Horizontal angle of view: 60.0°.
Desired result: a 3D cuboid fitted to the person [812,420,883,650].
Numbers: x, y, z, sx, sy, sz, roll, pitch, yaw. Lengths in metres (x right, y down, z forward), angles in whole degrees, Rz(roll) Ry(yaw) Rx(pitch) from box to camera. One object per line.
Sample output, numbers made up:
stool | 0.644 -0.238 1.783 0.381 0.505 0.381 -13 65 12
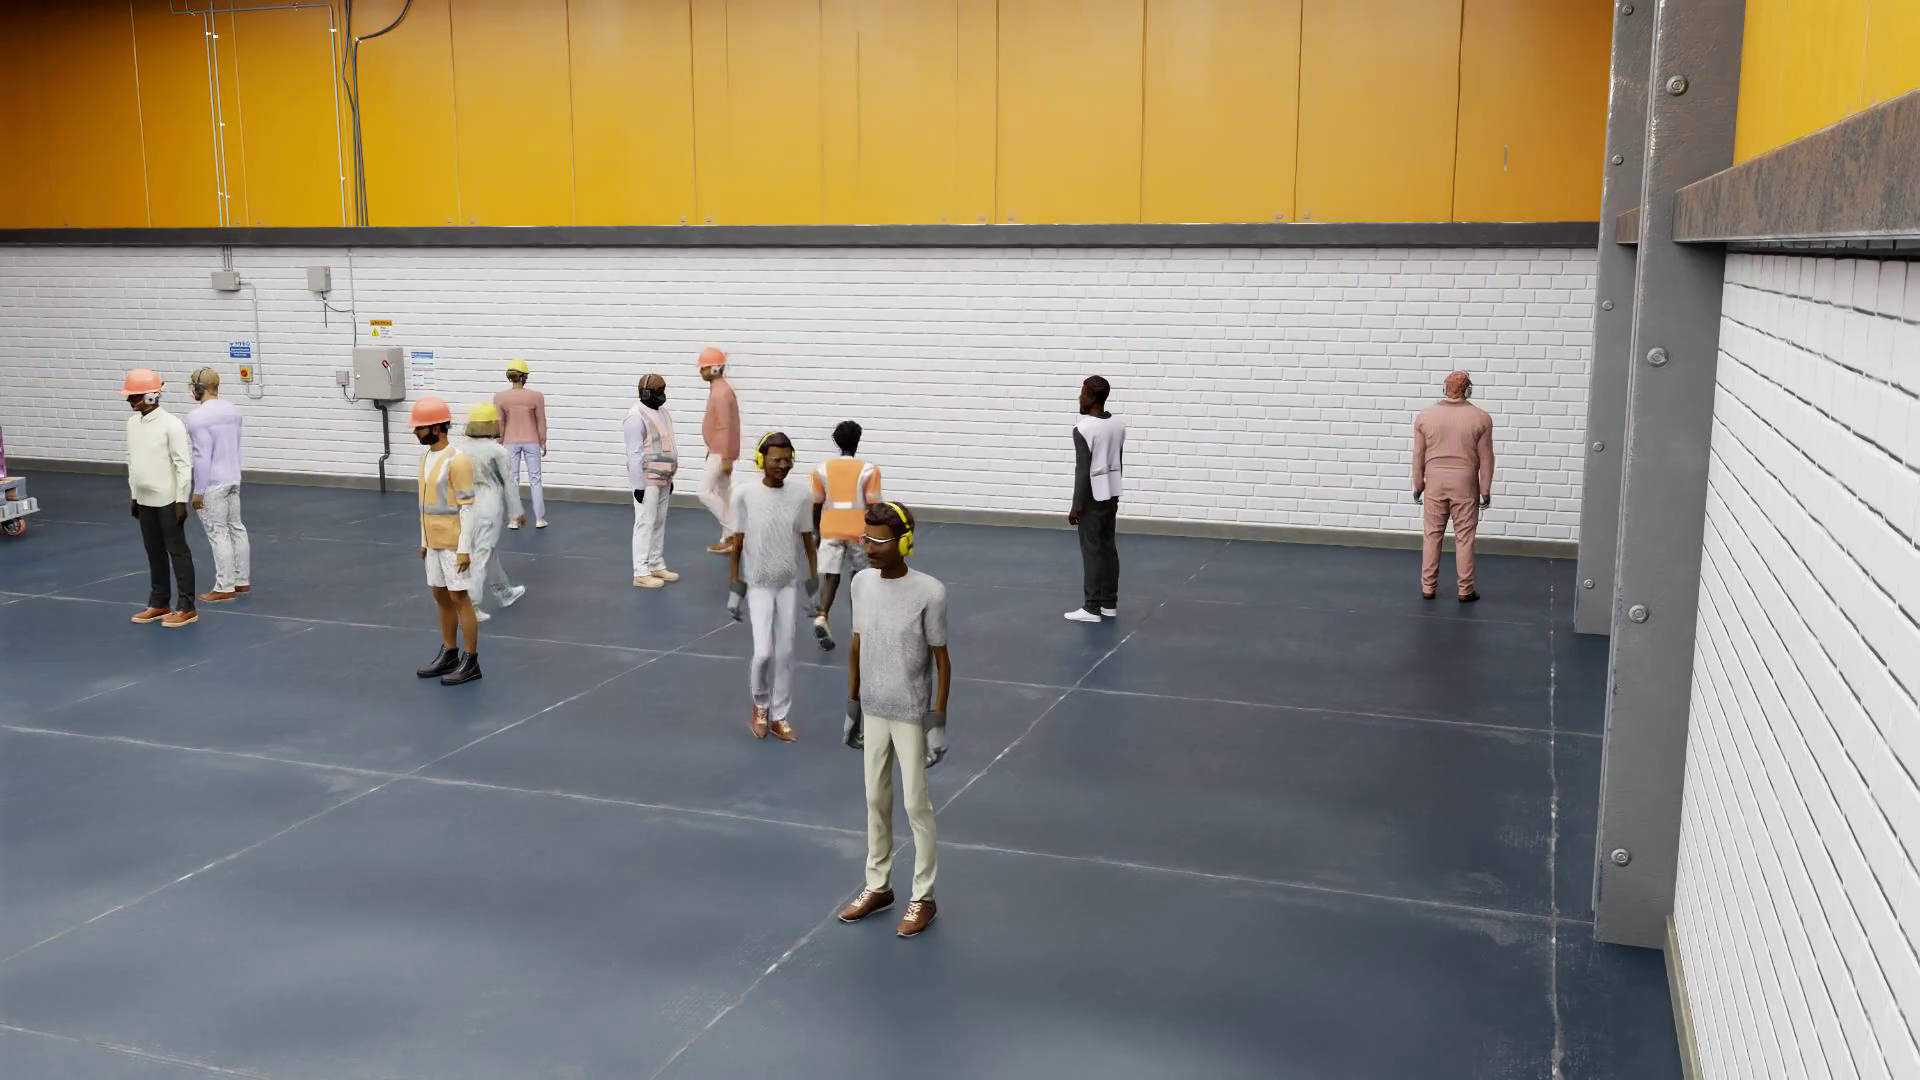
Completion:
person | -0.847 -0.028 12.056 0.554 1.658 0.756 2 10 9

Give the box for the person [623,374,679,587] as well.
person | -2.642 -0.514 14.315 0.430 1.837 0.632 2 10 14

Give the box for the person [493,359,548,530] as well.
person | -4.518 -0.981 17.134 0.523 1.763 0.329 -2 10 -12

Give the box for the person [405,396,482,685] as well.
person | -3.455 0.006 11.092 0.552 1.930 0.373 9 14 43

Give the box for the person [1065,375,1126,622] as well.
person | 1.070 -0.321 12.967 0.385 1.921 0.596 8 13 38

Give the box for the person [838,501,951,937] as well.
person | -0.278 0.753 7.078 0.535 1.864 0.309 7 12 33

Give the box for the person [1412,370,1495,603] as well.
person | 4.056 -0.442 13.690 0.646 1.907 0.401 5 11 27

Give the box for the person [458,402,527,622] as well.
person | -3.678 -0.236 13.108 0.506 1.697 0.883 5 11 26

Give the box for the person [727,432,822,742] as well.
person | -1.079 0.285 9.754 0.552 1.852 0.403 -4 11 -23

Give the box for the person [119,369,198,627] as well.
person | -6.165 -0.321 12.769 0.614 1.988 0.396 5 11 28

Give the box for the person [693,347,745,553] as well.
person | -2.291 -0.835 15.719 0.435 1.977 0.617 -1 10 -6

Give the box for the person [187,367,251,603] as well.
person | -6.090 -0.449 13.635 0.352 1.937 0.635 1 10 6
